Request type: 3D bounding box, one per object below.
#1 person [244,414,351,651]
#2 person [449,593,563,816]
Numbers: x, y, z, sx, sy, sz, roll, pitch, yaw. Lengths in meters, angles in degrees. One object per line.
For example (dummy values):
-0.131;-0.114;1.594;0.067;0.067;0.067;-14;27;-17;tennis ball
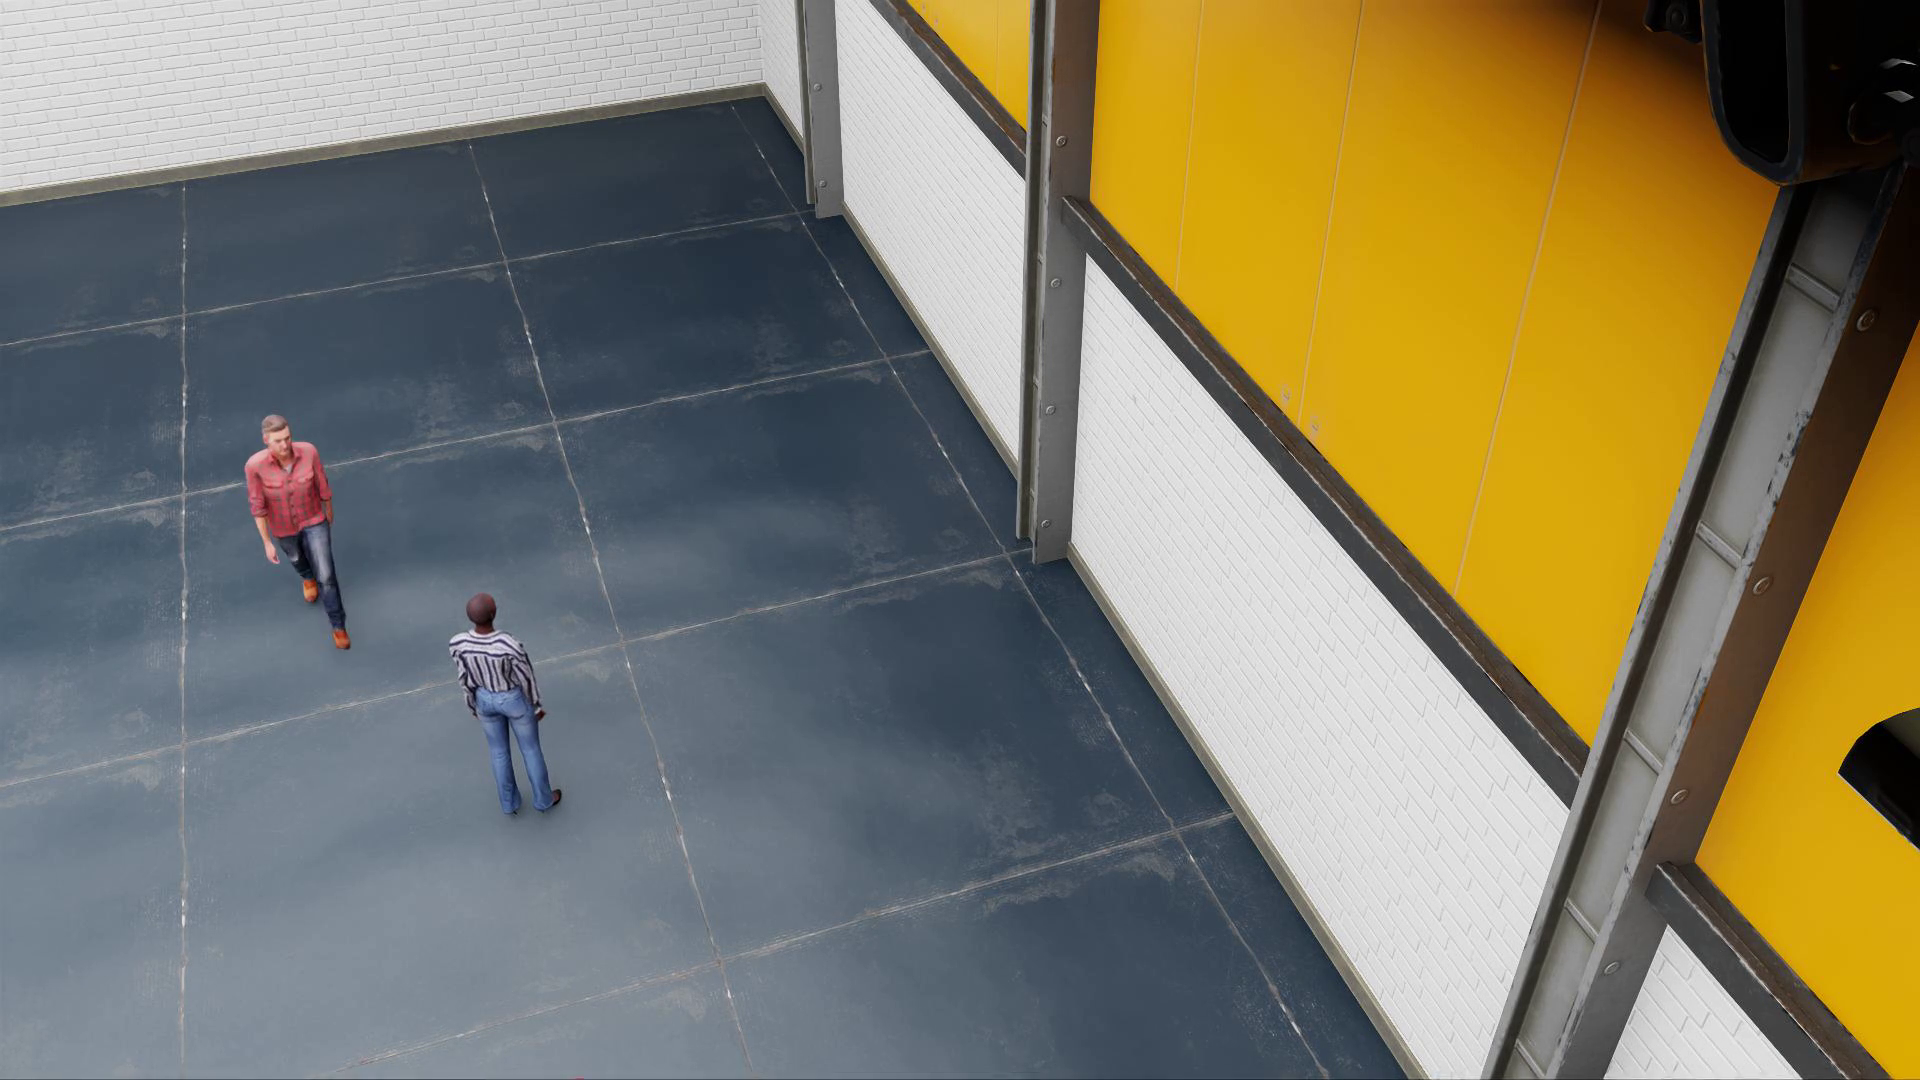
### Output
-4.725;-0.157;11.819;0.754;1.772;1.268;-15;41;-18;person
-2.819;1.038;10.304;0.699;1.795;0.675;2;39;3;person
